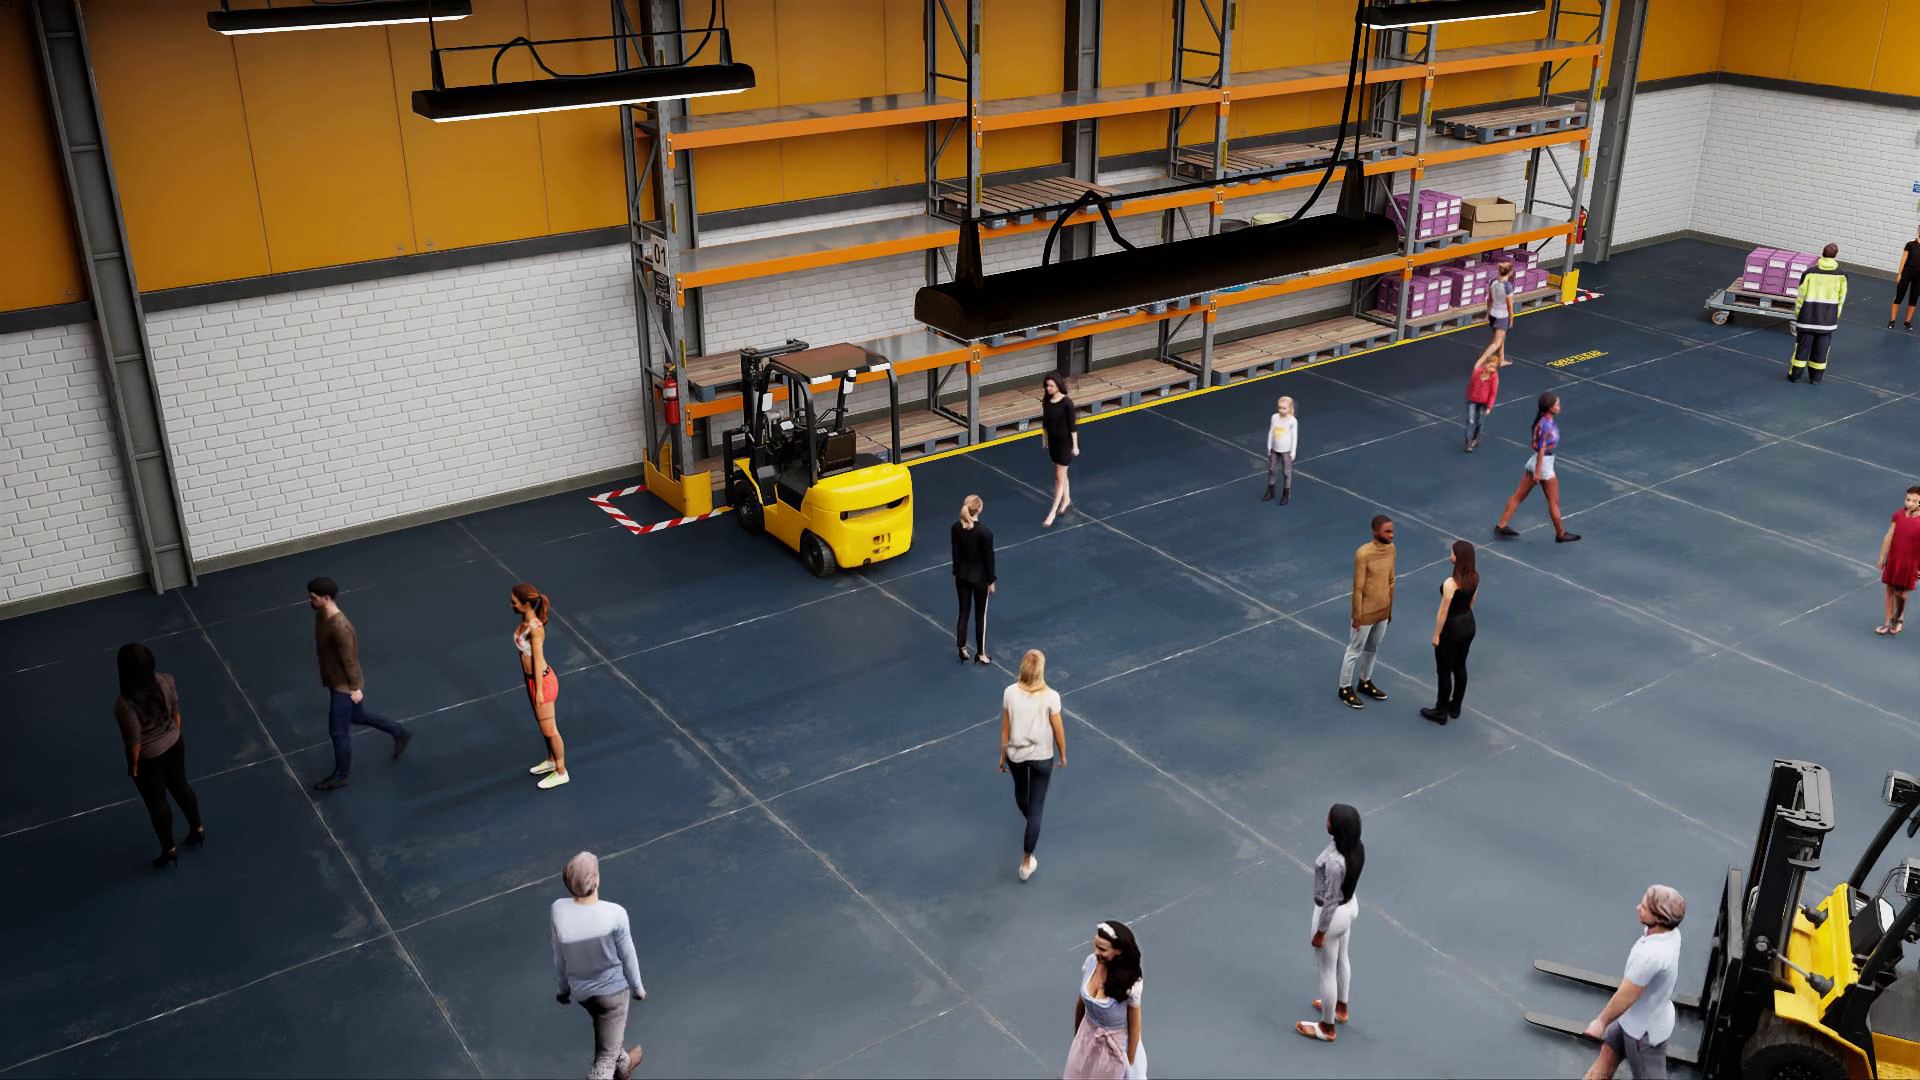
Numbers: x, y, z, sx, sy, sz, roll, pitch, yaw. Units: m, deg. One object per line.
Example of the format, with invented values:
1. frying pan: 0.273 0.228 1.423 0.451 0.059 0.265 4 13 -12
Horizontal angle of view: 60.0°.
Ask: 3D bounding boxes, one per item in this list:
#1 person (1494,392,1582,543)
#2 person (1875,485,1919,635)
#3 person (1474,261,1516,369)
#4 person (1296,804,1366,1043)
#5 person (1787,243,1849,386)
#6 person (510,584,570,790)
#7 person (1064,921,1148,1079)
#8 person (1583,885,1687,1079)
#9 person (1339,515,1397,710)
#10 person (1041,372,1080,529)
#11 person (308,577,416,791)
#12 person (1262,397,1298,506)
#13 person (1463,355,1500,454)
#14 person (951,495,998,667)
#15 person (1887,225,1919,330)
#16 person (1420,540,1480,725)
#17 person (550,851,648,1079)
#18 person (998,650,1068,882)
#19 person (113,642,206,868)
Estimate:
1. person: 6.213 -0.762 18.086 1.140 1.689 1.119 5 24 12
2. person: 9.179 0.176 16.121 0.621 1.544 0.553 -17 29 -34
3. person: 7.629 -3.146 23.662 1.054 1.591 0.688 -11 26 -23
4. person: 2.413 2.441 10.716 0.719 1.724 0.558 16 28 32
5. person: 11.981 -3.172 23.232 0.868 1.983 0.888 8 25 17
6. person: -3.417 1.168 13.551 0.572 1.785 0.595 -10 26 -22
7. person: 0.839 2.932 9.478 0.749 1.816 0.776 21 31 40
8. person: 4.072 2.865 9.671 1.060 1.784 1.218 13 27 27
9. person: 3.641 0.611 14.791 0.454 1.814 0.671 -15 28 -31
10. person: 1.168 -1.042 18.622 0.902 1.773 0.692 -17 29 -34
11. person: -4.938 1.178 13.564 1.090 1.758 0.670 -19 30 -36
12. person: 3.730 -1.057 19.278 0.562 1.276 0.585 15 28 31
13. person: 6.489 -1.727 20.813 0.788 1.274 0.912 14 27 30
14. person: 0.116 0.379 15.456 0.693 1.707 0.689 13 27 27
15. person: 14.761 -4.110 25.773 0.654 1.667 0.686 7 25 16
16. person: 4.324 0.796 14.526 0.467 1.687 0.633 -17 29 -33
17. person: -2.170 2.745 9.863 1.158 1.851 1.291 6 24 14
18. person: 0.501 1.695 12.359 1.047 1.775 1.187 7 25 16
19. person: -6.027 1.599 12.495 0.810 1.842 0.713 10 25 21
